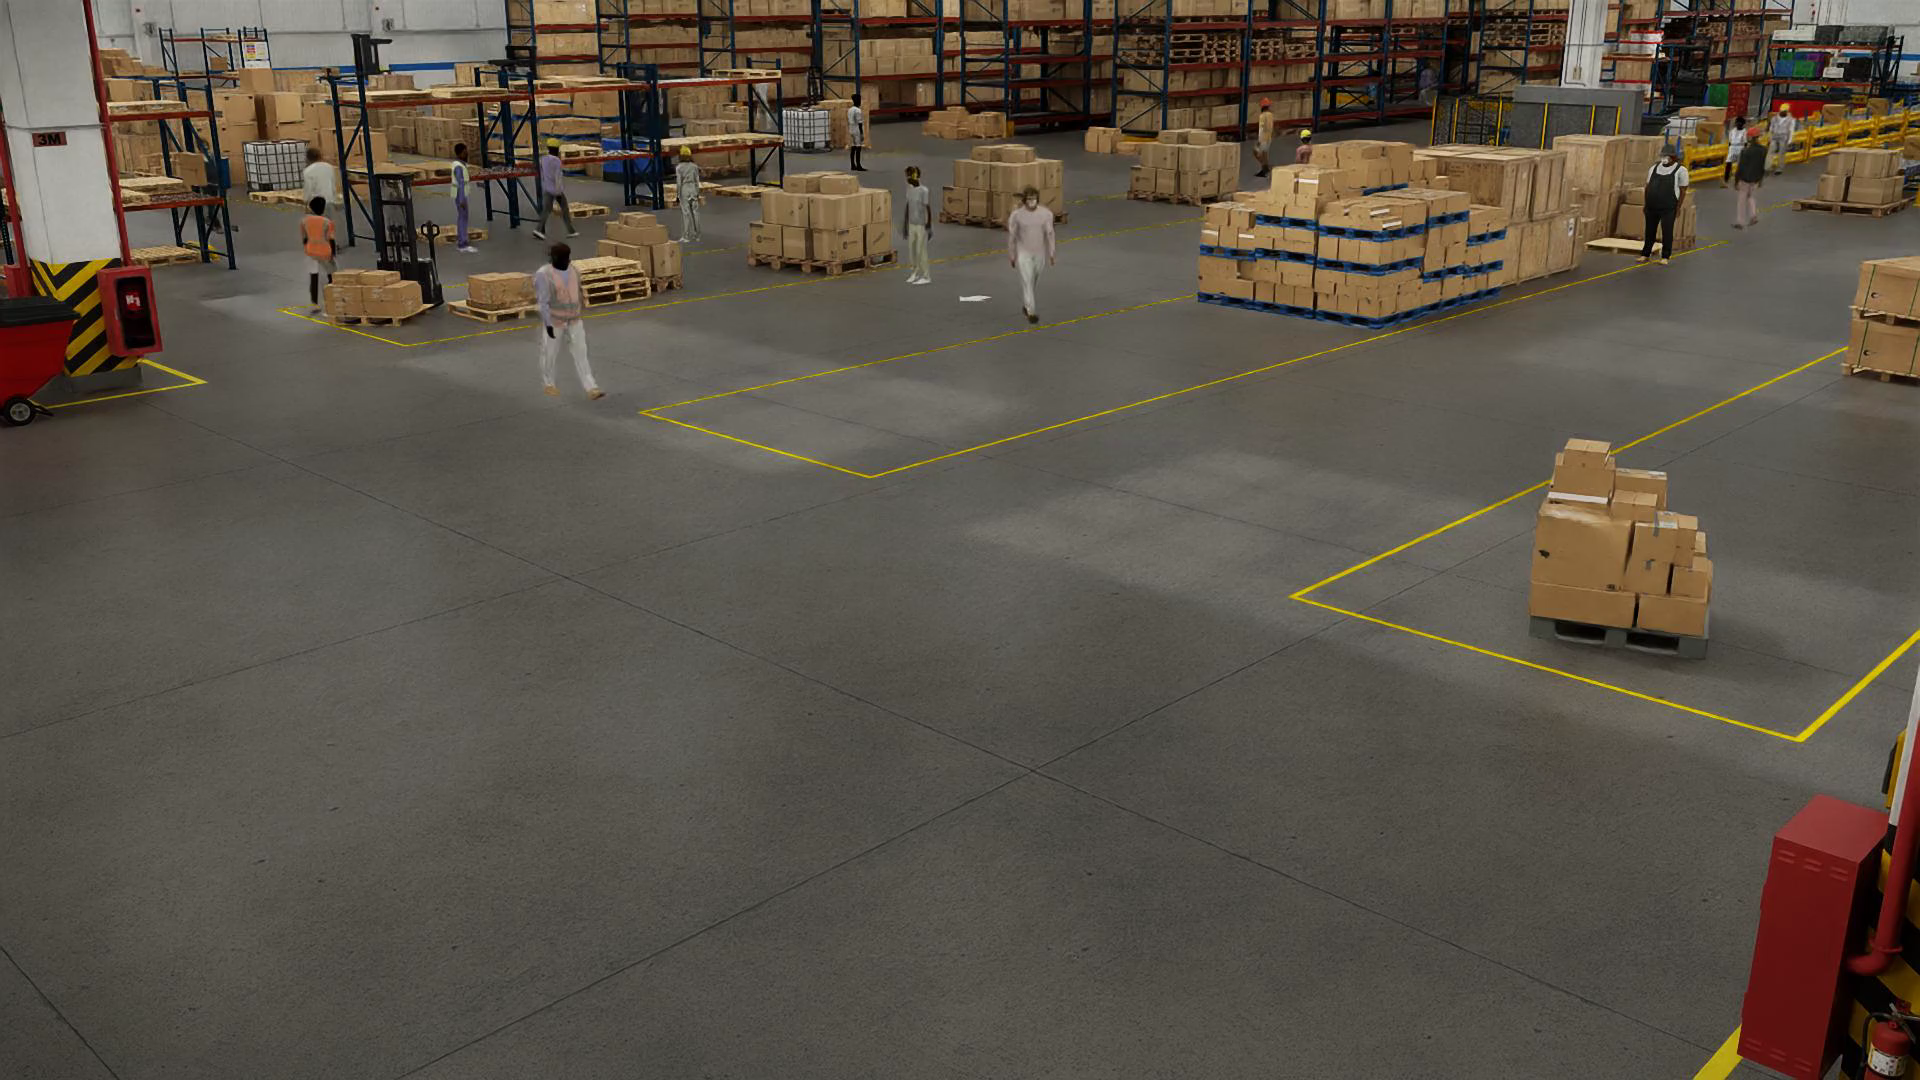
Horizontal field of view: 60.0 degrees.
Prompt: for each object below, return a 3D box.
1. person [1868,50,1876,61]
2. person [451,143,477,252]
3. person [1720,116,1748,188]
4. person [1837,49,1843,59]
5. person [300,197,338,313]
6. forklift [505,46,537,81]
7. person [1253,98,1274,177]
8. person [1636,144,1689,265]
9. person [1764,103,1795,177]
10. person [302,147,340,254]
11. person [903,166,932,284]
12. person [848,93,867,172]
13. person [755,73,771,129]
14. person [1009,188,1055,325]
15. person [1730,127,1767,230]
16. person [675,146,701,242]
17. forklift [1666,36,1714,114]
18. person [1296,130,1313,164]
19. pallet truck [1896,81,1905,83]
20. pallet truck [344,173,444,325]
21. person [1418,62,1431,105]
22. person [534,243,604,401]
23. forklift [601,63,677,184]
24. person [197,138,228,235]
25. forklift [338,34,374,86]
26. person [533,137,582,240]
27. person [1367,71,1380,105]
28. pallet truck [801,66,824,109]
[{"bbox_3d":[45.477,-23.733,82.936,0.516,1.828,0.630,6,19,19],"label":"person"},{"bbox_3d":[-8.897,-6.106,29.686,0.372,1.914,0.597,-5,19,-16],"label":"person"},{"bbox_3d":[18.392,-9.165,39.303,0.841,1.662,0.535,-15,23,-38],"label":"person"},{"bbox_3d":[41.308,-22.280,78.333,0.434,1.976,0.613,15,23,37],"label":"person"},{"bbox_3d":[-9.333,-4.168,24.266,0.547,1.637,0.923,0,18,0],"label":"person"},{"bbox_3d":[-13.617,-14.003,51.971,1.129,2.768,1.873,7,19,19],"label":"forklift"},{"bbox_3d":[7.558,-10.010,41.426,0.394,1.927,0.565,16,24,40],"label":"person"},{"bbox_3d":[11.934,-5.708,28.291,0.536,2.000,0.688,-17,25,-41],"label":"person"},{"bbox_3d":[20.491,-10.000,41.612,0.619,1.782,0.941,16,24,40],"label":"person"},{"bbox_3d":[-11.121,-5.848,28.886,0.440,1.925,0.647,10,21,27],"label":"person"},{"bbox_3d":[-0.675,-5.020,26.519,0.340,1.864,0.594,-17,25,-41],"label":"person"},{"bbox_3d":[-2.648,-10.451,42.697,0.367,1.966,0.607,-11,22,-31],"label":"person"},{"bbox_3d":[-6.642,-14.688,55.703,0.516,1.818,0.996,-12,22,-32],"label":"person"},{"bbox_3d":[1.004,-4.038,23.537,0.631,1.883,1.074,-5,19,-14],"label":"person"},{"bbox_3d":[15.356,-7.038,32.396,0.637,1.974,0.444,-6,19,-18],"label":"person"},{"bbox_3d":[-5.066,-6.423,30.910,0.493,1.743,0.295,-16,24,-39],"label":"person"},{"bbox_3d":[27.341,-17.291,61.877,1.129,2.768,1.873,17,25,41],"label":"forklift"},{"bbox_3d":[7.100,-7.557,34.295,0.531,1.765,0.327,-10,21,-27],"label":"person"},{"bbox_3d":[34.802,-16.331,61.455,0.653,1.274,1.630,17,25,41],"label":"pallet truck"},{"bbox_3d":[-8.209,-4.181,23.757,0.823,1.965,1.885,3,19,9],"label":"pallet truck"},{"bbox_3d":[17.315,-16.763,61.780,0.708,1.923,0.632,15,23,37],"label":"person"},{"bbox_3d":[-4.511,-2.481,18.969,0.628,1.792,0.974,-16,24,-40],"label":"person"},{"bbox_3d":[-7.646,-10.043,40.039,1.129,2.768,1.873,17,25,41],"label":"forklift"},{"bbox_3d":[-14.460,-6.821,32.011,0.938,1.812,0.511,15,24,39],"label":"person"},{"bbox_3d":[-23.312,-18.347,65.058,1.129,2.768,1.873,17,25,41],"label":"forklift"},{"bbox_3d":[-7.644,-6.590,31.204,0.592,1.883,0.961,15,24,38],"label":"person"},{"bbox_3d":[15.249,-16.461,61.305,0.897,1.638,0.545,-7,20,-21],"label":"person"},{"bbox_3d":[-4.812,-15.182,56.903,0.823,1.965,1.885,-9,21,-26],"label":"pallet truck"}]
